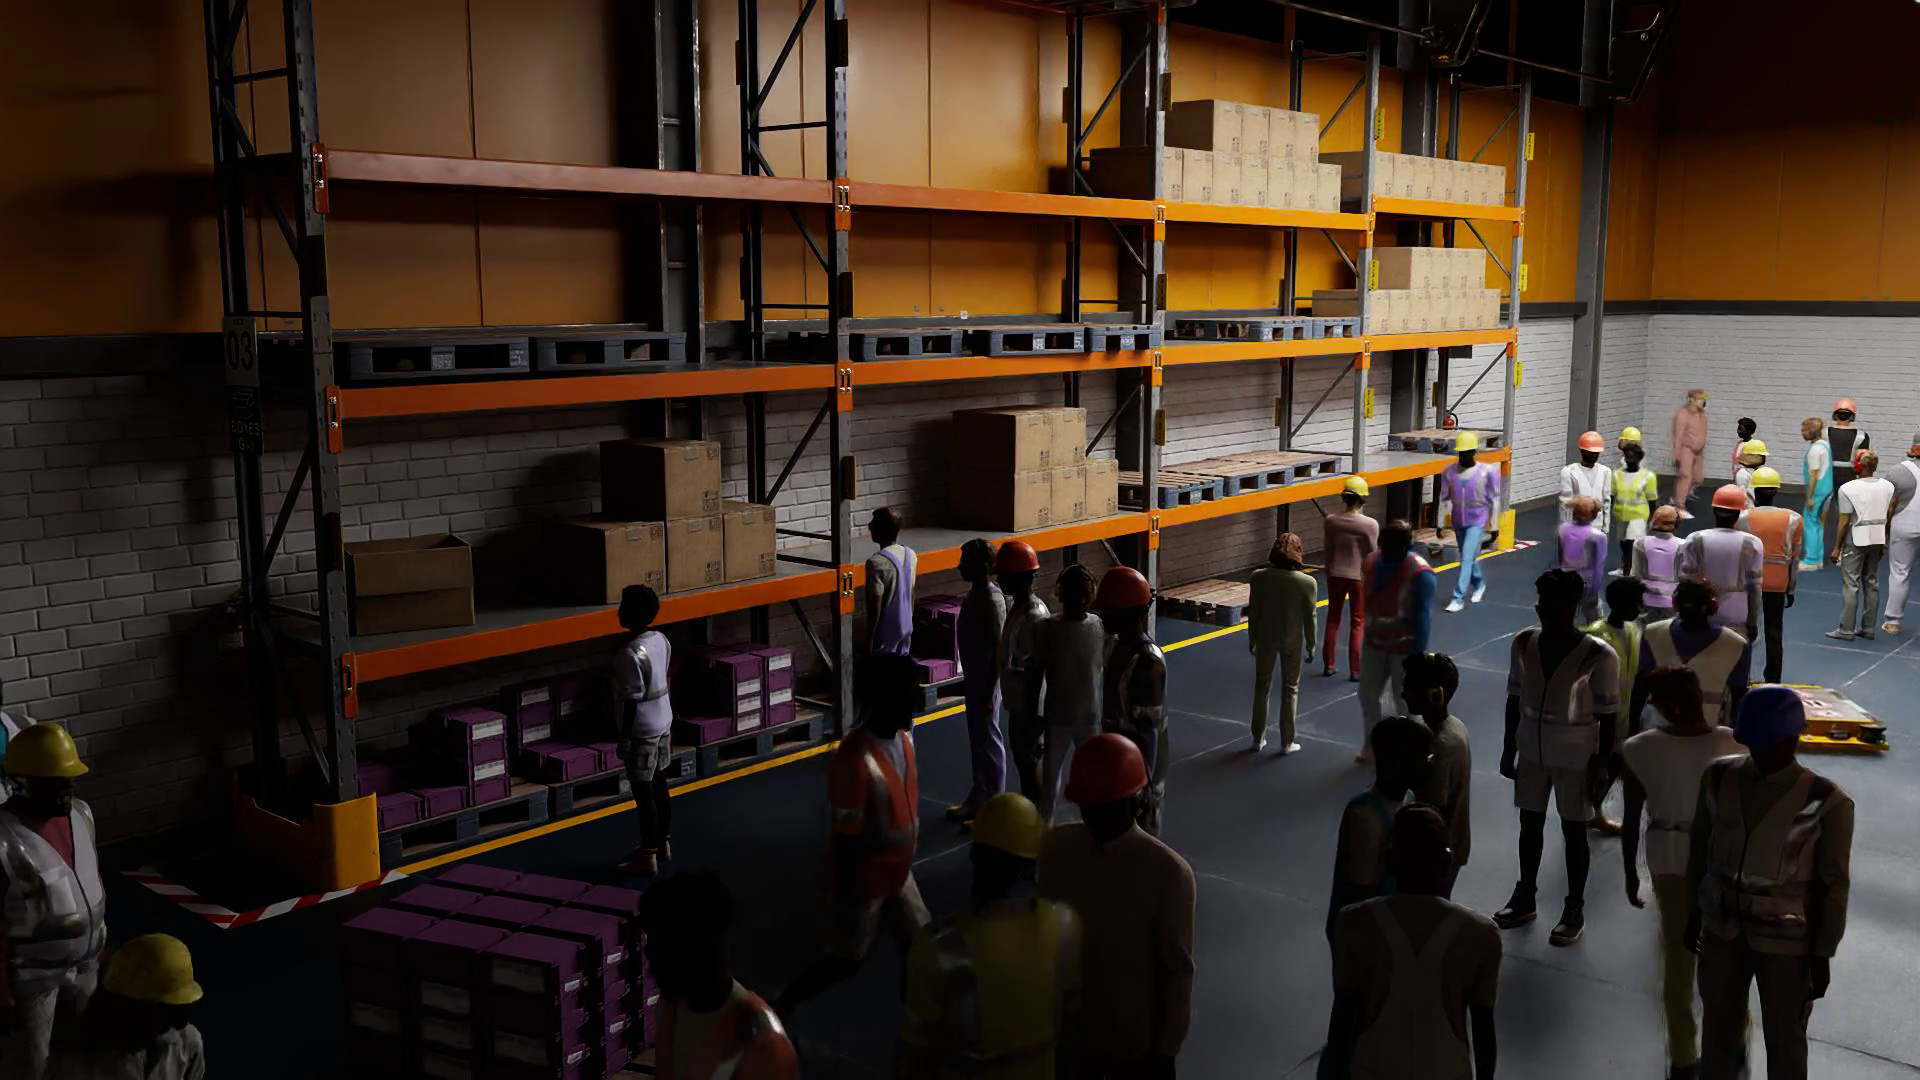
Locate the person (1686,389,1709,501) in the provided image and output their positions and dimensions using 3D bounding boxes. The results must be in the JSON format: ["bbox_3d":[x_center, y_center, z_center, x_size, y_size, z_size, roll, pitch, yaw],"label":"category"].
[{"bbox_3d":[11.547,-1.495,26.134,0.340,1.760,0.526,7,11,40],"label":"person"}]

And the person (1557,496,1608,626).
[{"bbox_3d":[5.368,0.414,14.348,0.848,1.593,0.517,-6,11,-35],"label":"person"}]

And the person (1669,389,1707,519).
[{"bbox_3d":[10.555,-1.250,24.093,0.689,1.899,0.466,-7,11,-37],"label":"person"}]

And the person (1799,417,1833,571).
[{"bbox_3d":[10.117,-0.537,19.720,0.390,1.825,0.527,7,11,37],"label":"person"}]

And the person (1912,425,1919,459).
[{"bbox_3d":[12.931,-0.937,22.046,0.570,1.904,0.610,-7,11,-37],"label":"person"}]

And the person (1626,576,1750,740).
[{"bbox_3d":[3.955,1.109,9.155,0.561,1.810,0.860,9,12,44],"label":"person"}]

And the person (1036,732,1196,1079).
[{"bbox_3d":[0.474,1.593,5.459,0.610,1.993,0.380,7,11,38],"label":"person"}]

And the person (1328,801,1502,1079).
[{"bbox_3d":[1.395,1.716,5.170,0.503,1.839,0.342,2,9,13],"label":"person"}]

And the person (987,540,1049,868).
[{"bbox_3d":[0.352,0.956,9.787,0.387,1.929,0.544,-1,9,-7],"label":"person"}]

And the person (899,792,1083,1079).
[{"bbox_3d":[0.112,1.717,5.048,0.645,1.898,0.605,-6,10,-32],"label":"person"}]

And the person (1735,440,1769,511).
[{"bbox_3d":[8.489,-0.208,17.881,0.299,1.742,0.493,8,12,42],"label":"person"}]

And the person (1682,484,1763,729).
[{"bbox_3d":[5.654,0.547,12.381,0.551,1.934,0.373,4,10,26],"label":"person"}]

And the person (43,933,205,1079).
[{"bbox_3d":[-2.329,1.884,4.627,0.977,1.659,0.490,3,9,17],"label":"person"}]

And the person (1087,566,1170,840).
[{"bbox_3d":[0.831,1.135,8.300,0.417,2.034,0.603,-1,9,-9],"label":"person"}]

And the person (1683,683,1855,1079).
[{"bbox_3d":[3.038,1.484,6.334,0.399,1.939,0.602,-7,11,-36],"label":"person"}]

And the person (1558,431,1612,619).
[{"bbox_3d":[6.345,-0.144,16.878,0.546,1.928,0.387,-1,9,-7],"label":"person"}]

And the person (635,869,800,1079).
[{"bbox_3d":[-0.612,1.796,4.474,1.040,1.904,0.637,-7,11,-39],"label":"person"}]

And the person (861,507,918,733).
[{"bbox_3d":[-0.514,0.677,11.842,0.345,1.847,0.506,6,11,34],"label":"person"}]

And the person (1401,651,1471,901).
[{"bbox_3d":[2.029,1.393,7.191,0.334,1.860,0.510,3,9,21],"label":"person"}]

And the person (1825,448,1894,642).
[{"bbox_3d":[8.592,0.052,15.853,0.566,1.850,0.389,-2,9,-14],"label":"person"}]

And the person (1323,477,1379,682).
[{"bbox_3d":[3.377,0.332,14.345,0.527,1.760,0.339,8,12,42],"label":"person"}]

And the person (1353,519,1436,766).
[{"bbox_3d":[3.047,0.735,11.597,0.570,1.803,0.644,-7,11,-39],"label":"person"}]

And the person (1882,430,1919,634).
[{"bbox_3d":[9.318,-0.093,16.178,0.688,2.000,0.536,3,9,21],"label":"person"}]

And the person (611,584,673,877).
[{"bbox_3d":[-1.841,1.091,9.637,0.318,1.700,0.535,2,9,10],"label":"person"}]

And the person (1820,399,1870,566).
[{"bbox_3d":[10.598,-0.690,20.087,0.615,2.028,0.409,4,10,24],"label":"person"}]

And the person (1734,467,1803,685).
[{"bbox_3d":[6.568,0.361,13.664,0.582,1.919,0.399,2,9,11],"label":"person"}]

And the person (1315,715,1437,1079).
[{"bbox_3d":[1.569,1.551,6.290,0.393,1.830,0.514,6,11,34],"label":"person"}]

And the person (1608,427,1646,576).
[{"bbox_3d":[7.795,-0.447,19.416,0.483,1.745,0.301,-8,12,-43],"label":"person"}]

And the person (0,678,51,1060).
[{"bbox_3d":[-4.147,1.419,7.115,0.429,1.830,0.639,5,10,27],"label":"person"}]

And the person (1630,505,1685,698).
[{"bbox_3d":[5.669,0.532,13.435,0.514,1.640,0.309,7,11,37],"label":"person"}]

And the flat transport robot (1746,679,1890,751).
[{"bbox_3d":[6.486,1.325,12.718,0.652,0.197,1.431,1,9,8],"label":"flat transport robot"}]

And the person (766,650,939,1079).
[{"bbox_3d":[-0.443,1.382,7.062,0.939,1.921,0.619,4,10,25],"label":"person"}]

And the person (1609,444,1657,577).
[{"bbox_3d":[7.445,-0.259,18.463,0.849,1.653,0.530,-8,12,-43],"label":"person"}]

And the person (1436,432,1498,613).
[{"bbox_3d":[5.377,-0.217,17.516,0.599,1.882,0.973,8,12,42],"label":"person"}]

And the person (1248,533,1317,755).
[{"bbox_3d":[2.337,0.752,12.070,0.504,1.623,0.298,4,10,23],"label":"person"}]

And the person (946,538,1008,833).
[{"bbox_3d":[0.124,0.901,10.397,0.345,1.847,0.504,-3,9,-16],"label":"person"}]

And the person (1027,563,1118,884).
[{"bbox_3d":[0.639,1.045,9.434,0.521,1.860,0.320,0,9,0],"label":"person"}]

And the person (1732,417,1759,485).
[{"bbox_3d":[10.154,-0.742,21.501,0.321,1.690,0.533,0,9,-2],"label":"person"}]

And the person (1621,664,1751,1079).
[{"bbox_3d":[3.204,1.416,7.252,0.647,1.792,0.679,4,10,23],"label":"person"}]

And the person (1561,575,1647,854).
[{"bbox_3d":[3.883,1.040,10.070,0.590,1.678,0.331,-6,11,-33],"label":"person"}]

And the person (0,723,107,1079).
[{"bbox_3d":[-3.375,1.570,6.165,0.403,1.824,0.590,2,9,11],"label":"person"}]

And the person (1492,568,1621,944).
[{"bbox_3d":[3.103,1.108,8.674,0.362,1.962,0.613,-8,12,-41],"label":"person"}]
